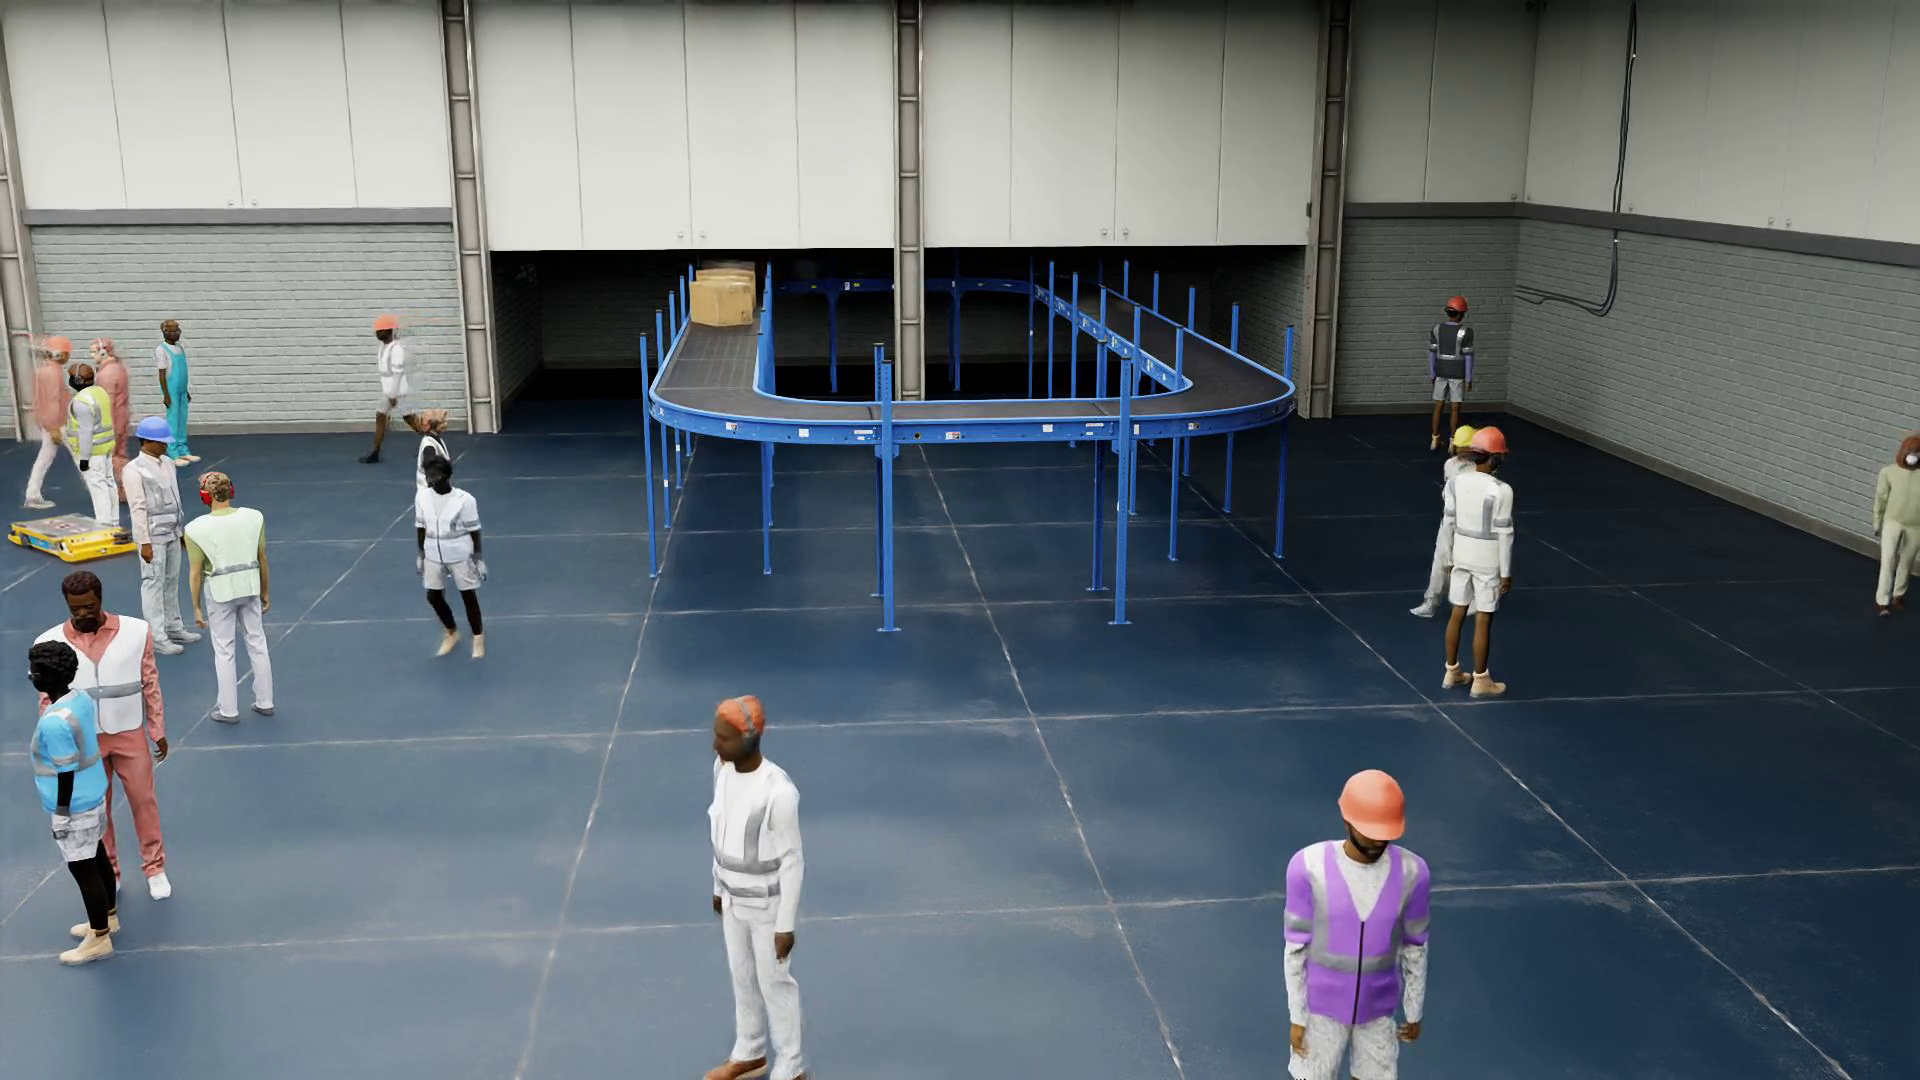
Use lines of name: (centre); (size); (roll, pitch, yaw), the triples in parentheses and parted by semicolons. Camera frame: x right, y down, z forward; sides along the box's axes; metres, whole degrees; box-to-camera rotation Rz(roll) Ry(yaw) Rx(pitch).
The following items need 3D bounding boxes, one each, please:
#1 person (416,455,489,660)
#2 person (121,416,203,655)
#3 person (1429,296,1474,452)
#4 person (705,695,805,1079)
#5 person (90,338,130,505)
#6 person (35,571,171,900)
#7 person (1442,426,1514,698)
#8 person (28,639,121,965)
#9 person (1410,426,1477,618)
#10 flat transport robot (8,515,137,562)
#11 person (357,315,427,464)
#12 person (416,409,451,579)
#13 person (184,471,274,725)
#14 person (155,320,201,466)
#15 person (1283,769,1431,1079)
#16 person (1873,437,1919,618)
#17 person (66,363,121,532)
person: (-4.072, 0.134, 13.328); (0.623, 1.676, 0.380); (3, 14, 11)
person: (-6.507, -0.045, 13.533); (0.394, 1.943, 0.602); (1, 14, 2)
person: (6.467, -2.178, 21.864); (0.615, 2.043, 0.373); (13, 19, 43)
person: (-0.896, 1.563, 7.220); (0.339, 1.882, 0.584); (-11, 18, -38)
person: (-9.593, -1.335, 18.796); (0.414, 1.900, 0.647); (-3, 14, -14)
person: (-4.692, 1.075, 9.135); (0.596, 1.907, 0.415); (-7, 16, -27)
person: (3.904, 0.162, 12.499); (0.381, 2.045, 0.605); (-9, 17, -32)
person: (-4.551, 1.330, 8.530); (0.315, 1.696, 0.541); (-4, 15, -16)
person: (4.291, -0.136, 14.350); (0.875, 1.700, 0.501); (-11, 18, -36)
flat transport robot: (-9.046, -0.042, 16.914); (1.431, 0.197, 0.652); (11, 18, 38)
person: (-7.201, -1.930, 21.204); (1.005, 1.889, 0.569); (-13, 19, -41)
person: (-4.971, -0.437, 15.753); (0.325, 1.625, 0.523); (-3, 14, -11)
person: (-5.206, 0.419, 11.900); (0.394, 1.836, 0.560); (13, 19, 42)
person: (-9.895, -1.858, 20.986); (0.329, 1.844, 0.515); (1, 14, 4)
person: (1.501, 1.763, 6.344); (0.557, 1.922, 0.421); (0, 14, 1)
person: (8.247, -0.110, 14.515); (0.506, 1.586, 0.887); (6, 15, 23)
person: (-8.986, -0.915, 17.219); (0.430, 1.845, 0.624); (-2, 14, -7)
